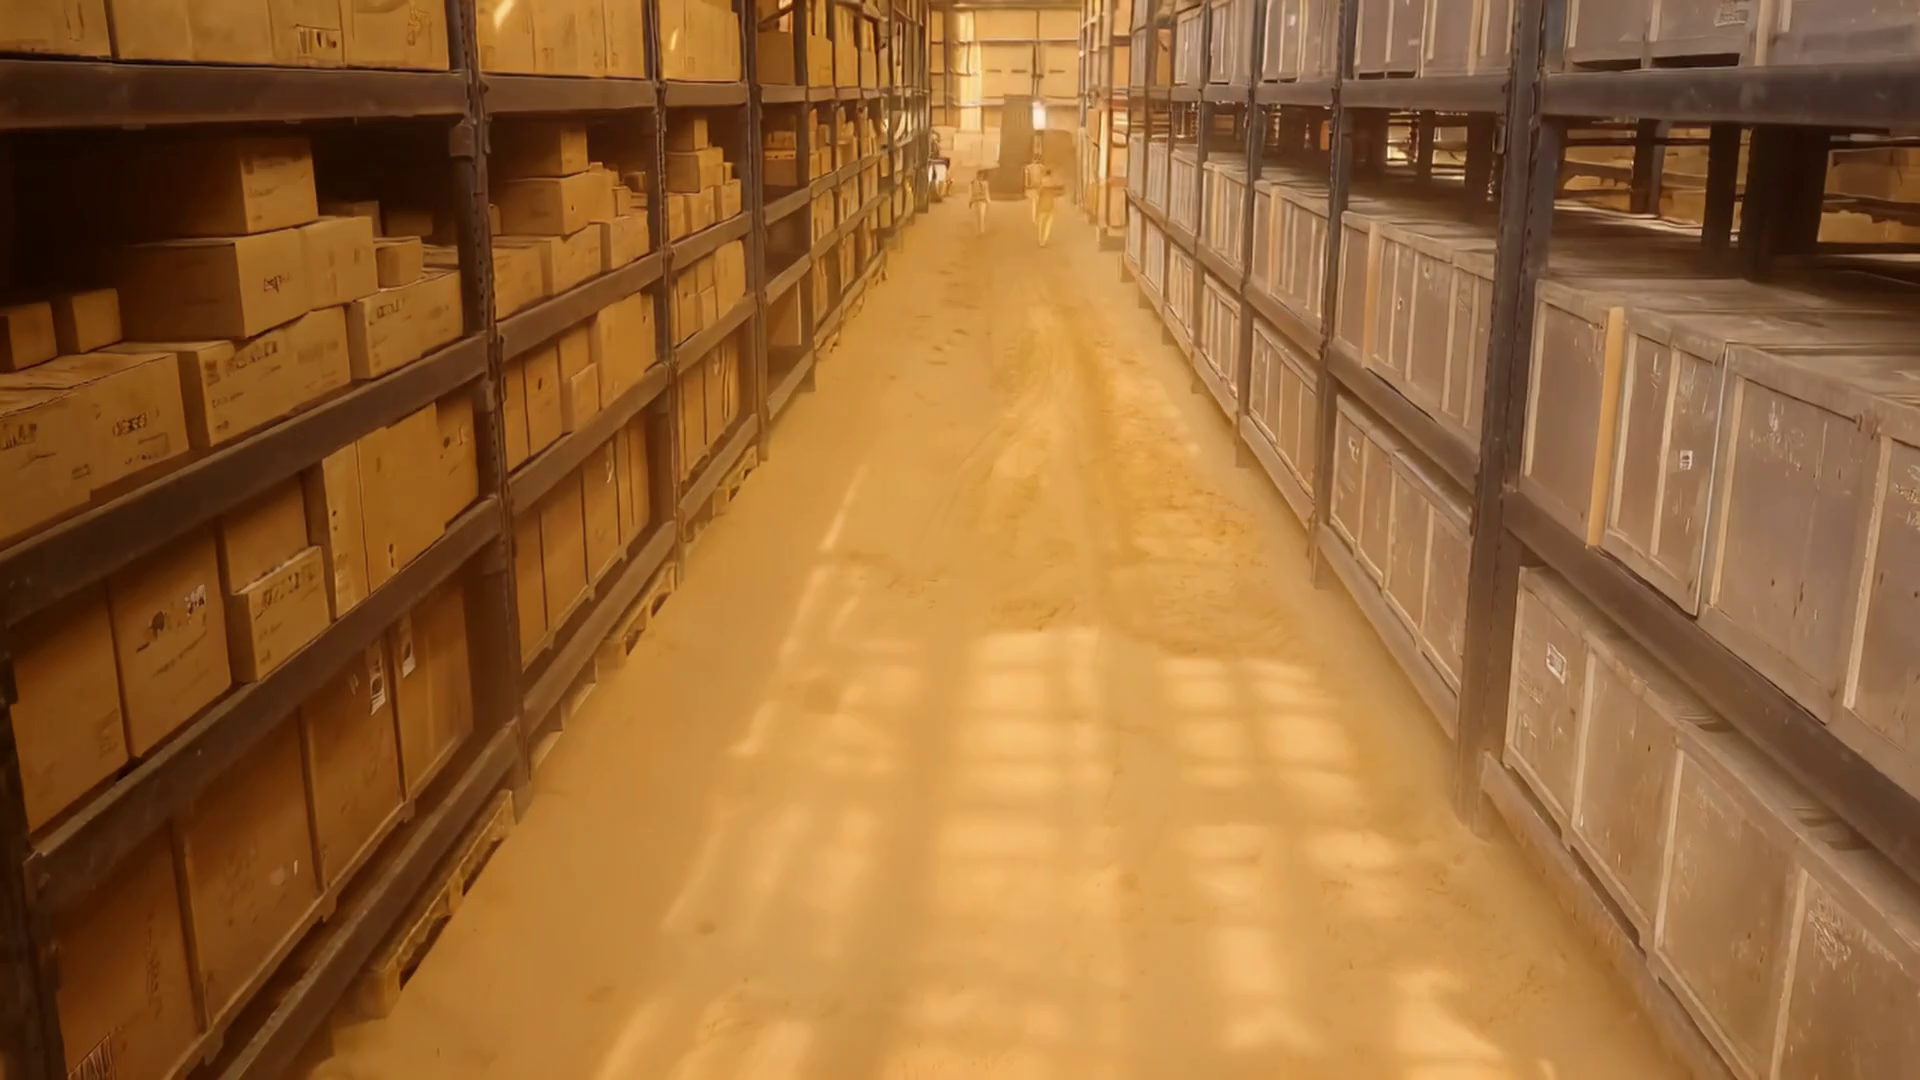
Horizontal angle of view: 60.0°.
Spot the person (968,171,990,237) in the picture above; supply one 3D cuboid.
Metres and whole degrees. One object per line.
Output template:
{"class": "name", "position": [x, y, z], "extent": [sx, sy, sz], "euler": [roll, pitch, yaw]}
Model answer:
{"class": "person", "position": [0.445, -8.268, 40.982], "extent": [0.513, 1.594, 0.857], "euler": [4, 16, 14]}

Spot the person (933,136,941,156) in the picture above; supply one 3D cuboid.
{"class": "person", "position": [-0.791, -14.149, 62.303], "extent": [0.840, 1.886, 0.633], "euler": [-6, 16, -22]}

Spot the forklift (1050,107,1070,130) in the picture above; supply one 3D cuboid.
{"class": "forklift", "position": [4.694, -19.025, 78.577], "extent": [1.129, 2.768, 1.873], "euler": [-7, 17, -26]}

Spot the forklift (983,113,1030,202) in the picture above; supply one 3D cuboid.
{"class": "forklift", "position": [1.709, -12.499, 54.297], "extent": [1.129, 2.768, 1.873], "euler": [13, 20, 41]}

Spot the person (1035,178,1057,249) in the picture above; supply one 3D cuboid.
{"class": "person", "position": [1.975, -7.486, 38.086], "extent": [0.496, 1.580, 0.862], "euler": [2, 15, 7]}

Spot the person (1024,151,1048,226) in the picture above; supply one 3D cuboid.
{"class": "person", "position": [2.014, -9.346, 44.290], "extent": [0.641, 1.960, 0.823], "euler": [1, 15, 4]}

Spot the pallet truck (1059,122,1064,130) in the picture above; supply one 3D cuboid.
{"class": "pallet truck", "position": [5.788, -21.111, 88.014], "extent": [1.885, 1.965, 0.823], "euler": [5, 16, 18]}
